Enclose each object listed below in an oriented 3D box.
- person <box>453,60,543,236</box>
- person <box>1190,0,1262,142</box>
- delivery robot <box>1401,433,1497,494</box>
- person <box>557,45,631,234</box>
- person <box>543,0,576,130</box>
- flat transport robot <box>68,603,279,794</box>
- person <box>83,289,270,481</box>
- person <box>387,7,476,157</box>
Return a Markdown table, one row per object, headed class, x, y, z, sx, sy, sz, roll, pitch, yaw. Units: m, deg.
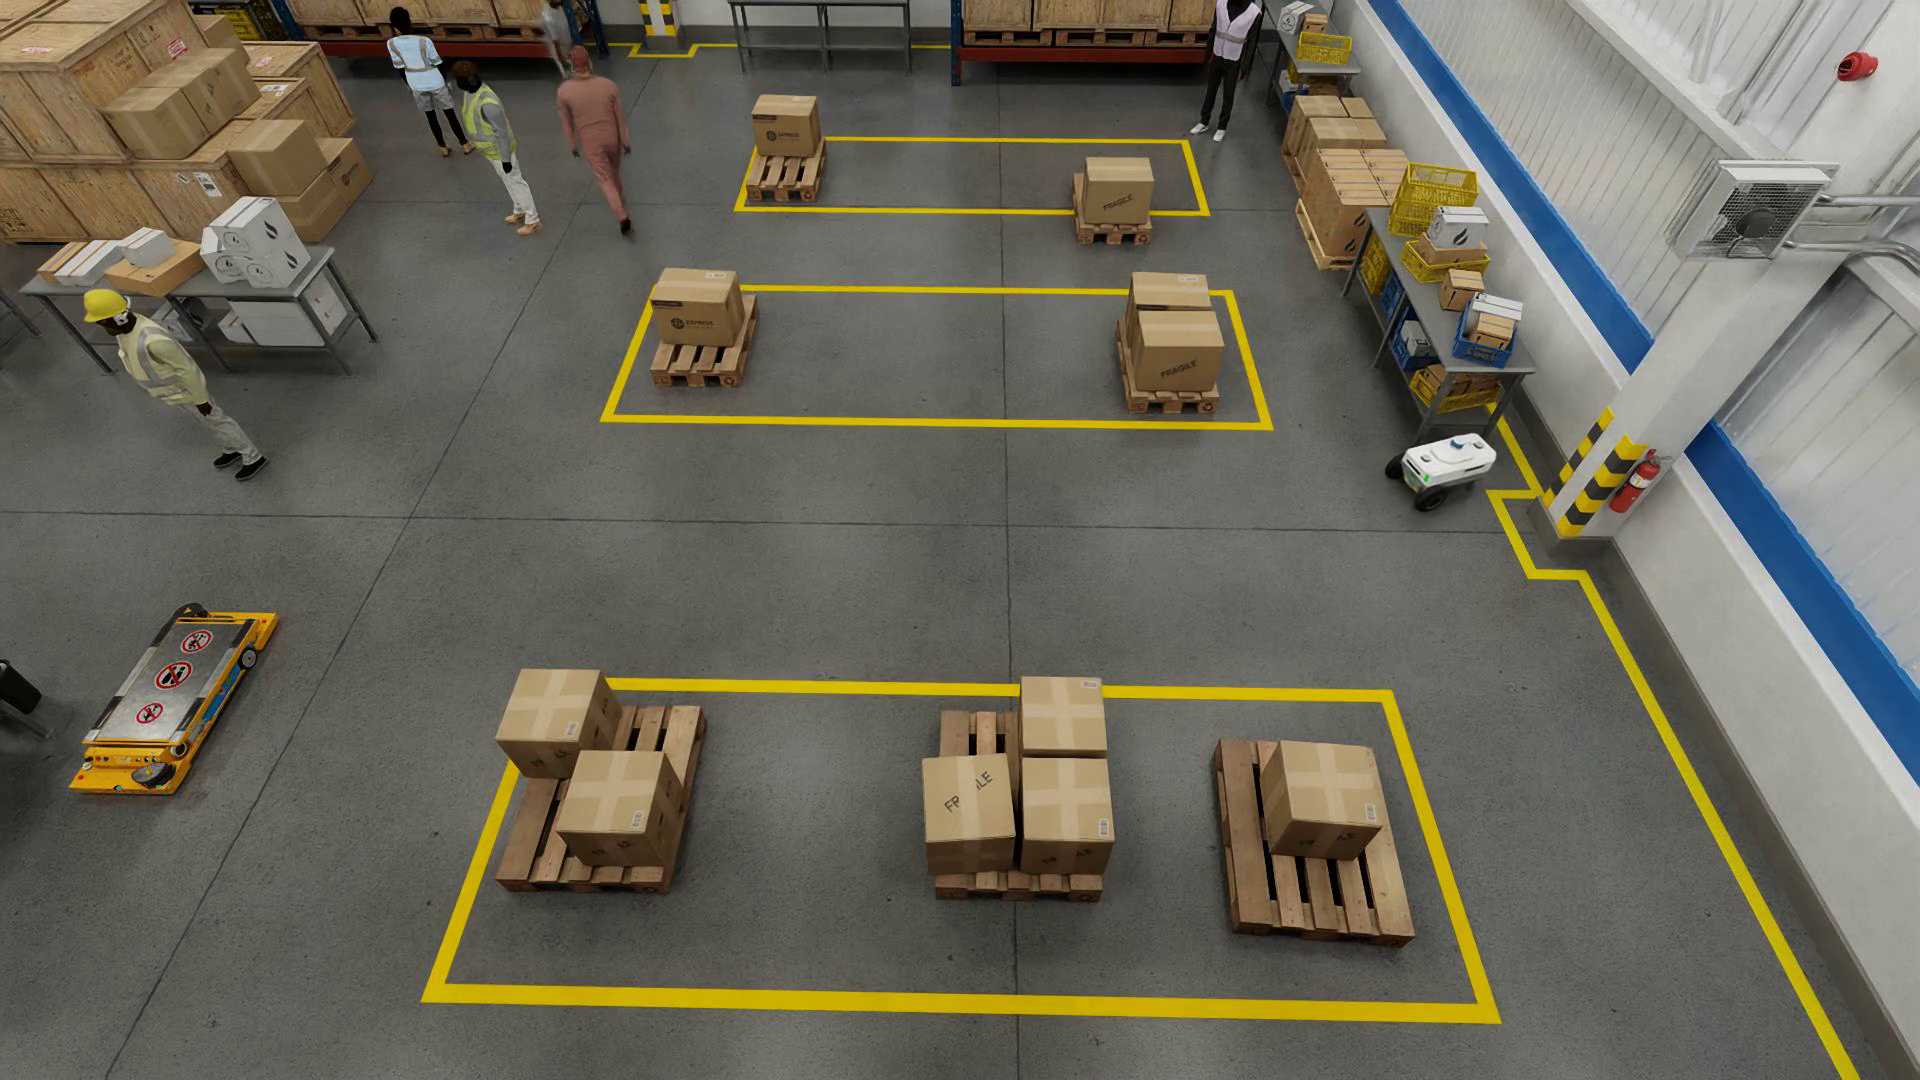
| class | x | y | z | sx | sy | sz | roll | pitch | yaw |
| --- | --- | --- | --- | --- | --- | --- | --- | --- | --- |
| person | -5.004 | -4.217 | 9.896 | 0.429 | 1.844 | 0.624 | -31 | 56 | -24 |
| person | 3.299 | -5.949 | 11.312 | 0.596 | 1.916 | 0.373 | 31 | 56 | 23 |
| delivery robot | 4.081 | -0.663 | 7.666 | 0.707 | 0.478 | 0.477 | -14 | 51 | -11 |
| person | -3.920 | -4.354 | 10.001 | 0.649 | 1.866 | 0.969 | -22 | 53 | -18 |
| person | -4.932 | -6.008 | 11.419 | 0.568 | 1.826 | 0.566 | -1 | 50 | -1 |
| flat transport robot | -5.504 | 1.072 | 6.442 | 0.652 | 0.197 | 1.431 | 1 | 50 | 1 |
| person | -6.293 | -1.230 | 7.374 | 0.600 | 1.829 | 0.404 | 26 | 54 | 20 |
| person | -6.427 | -5.505 | 11.078 | 0.540 | 1.695 | 0.317 | -8 | 50 | -7 |
